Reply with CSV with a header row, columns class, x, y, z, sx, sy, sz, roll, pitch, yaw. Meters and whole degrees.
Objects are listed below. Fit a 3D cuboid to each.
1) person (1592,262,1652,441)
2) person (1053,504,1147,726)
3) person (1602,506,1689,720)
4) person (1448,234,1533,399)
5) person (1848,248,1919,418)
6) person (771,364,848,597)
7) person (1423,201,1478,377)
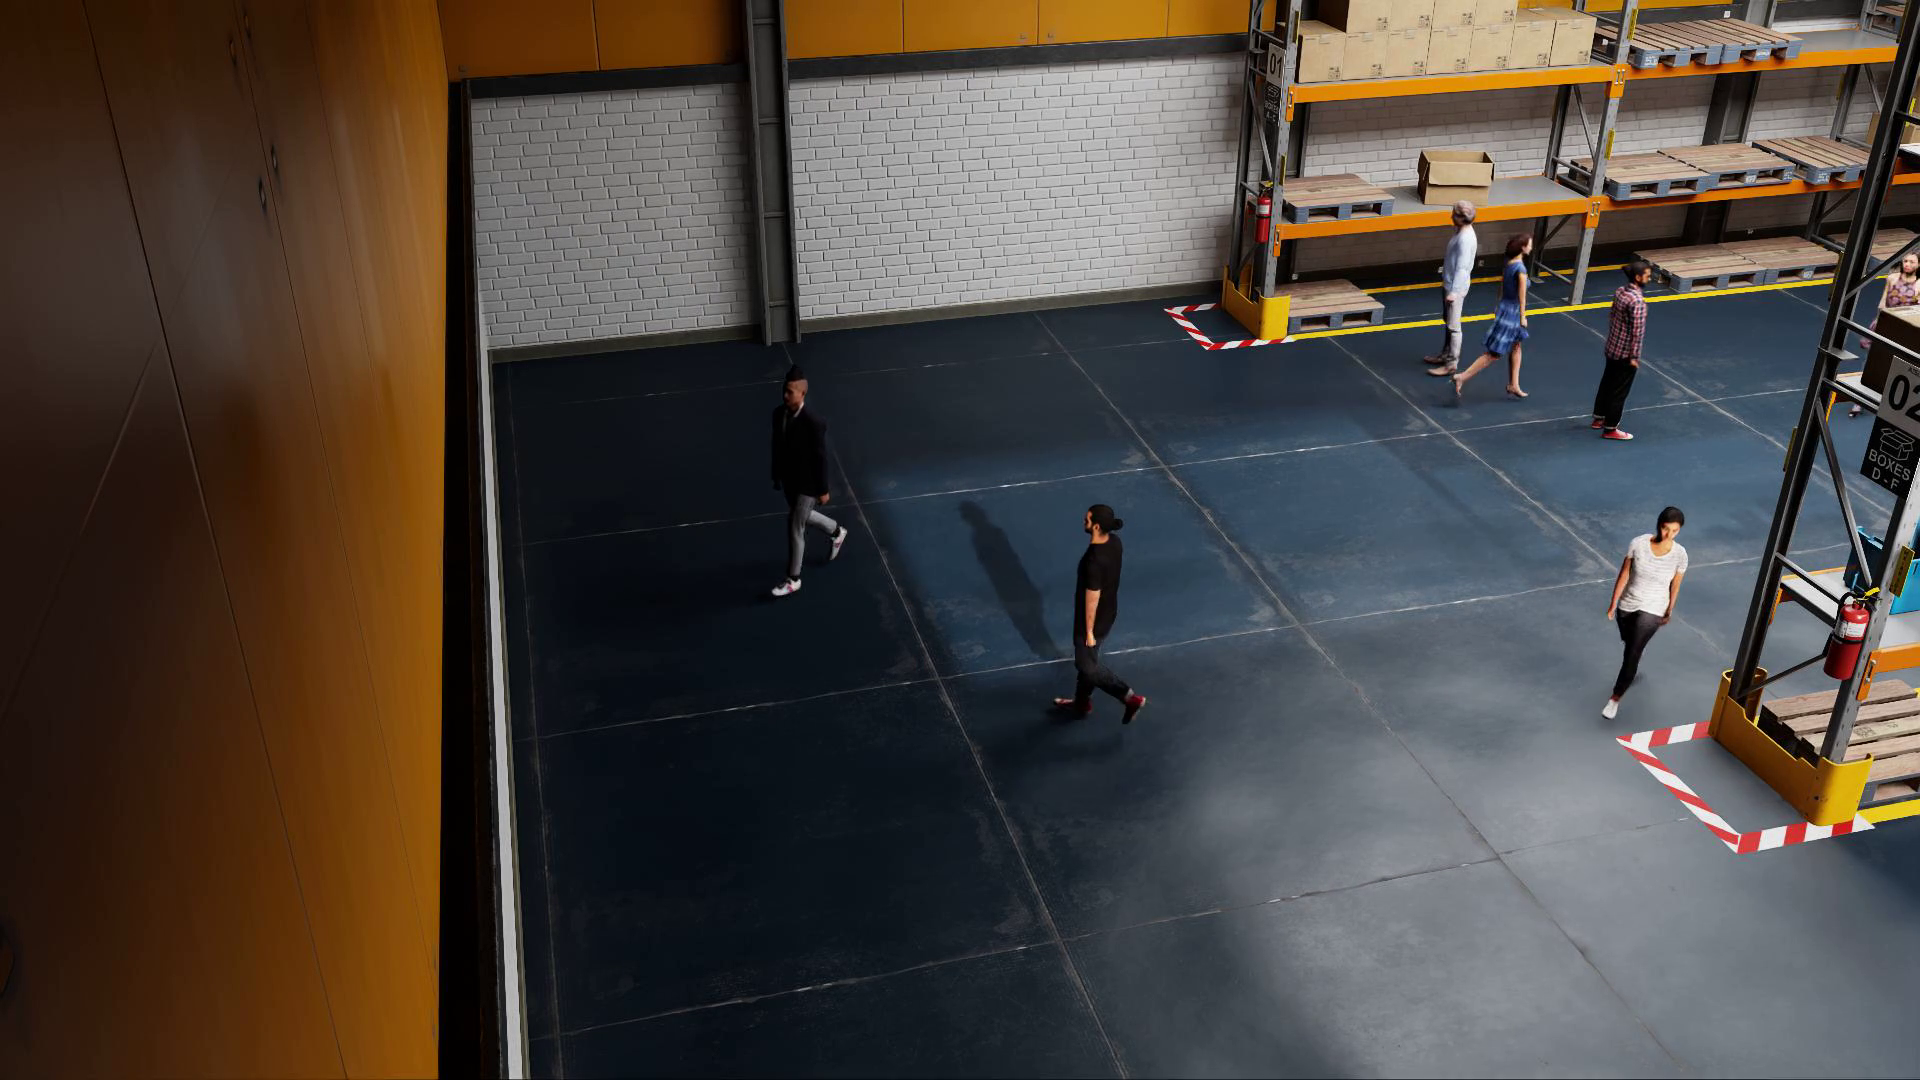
class,x,y,z,sx,sy,sz,roll,pitch,yaw
person,6.452,-1.857,16.178,0.644,1.761,0.729,-2,29,-4
person,1.027,0.552,11.781,1.064,1.742,0.960,12,31,20
person,4.978,0.462,12.098,1.023,1.597,1.178,22,36,34
person,5.456,-2.193,16.778,1.197,1.777,0.874,1,29,1
person,9.333,-2.067,16.569,0.851,1.756,0.946,24,36,36
person,-1.232,-0.535,13.587,1.140,1.922,1.311,23,36,36
person,5.220,-2.664,17.525,0.731,1.888,0.746,5,29,9
